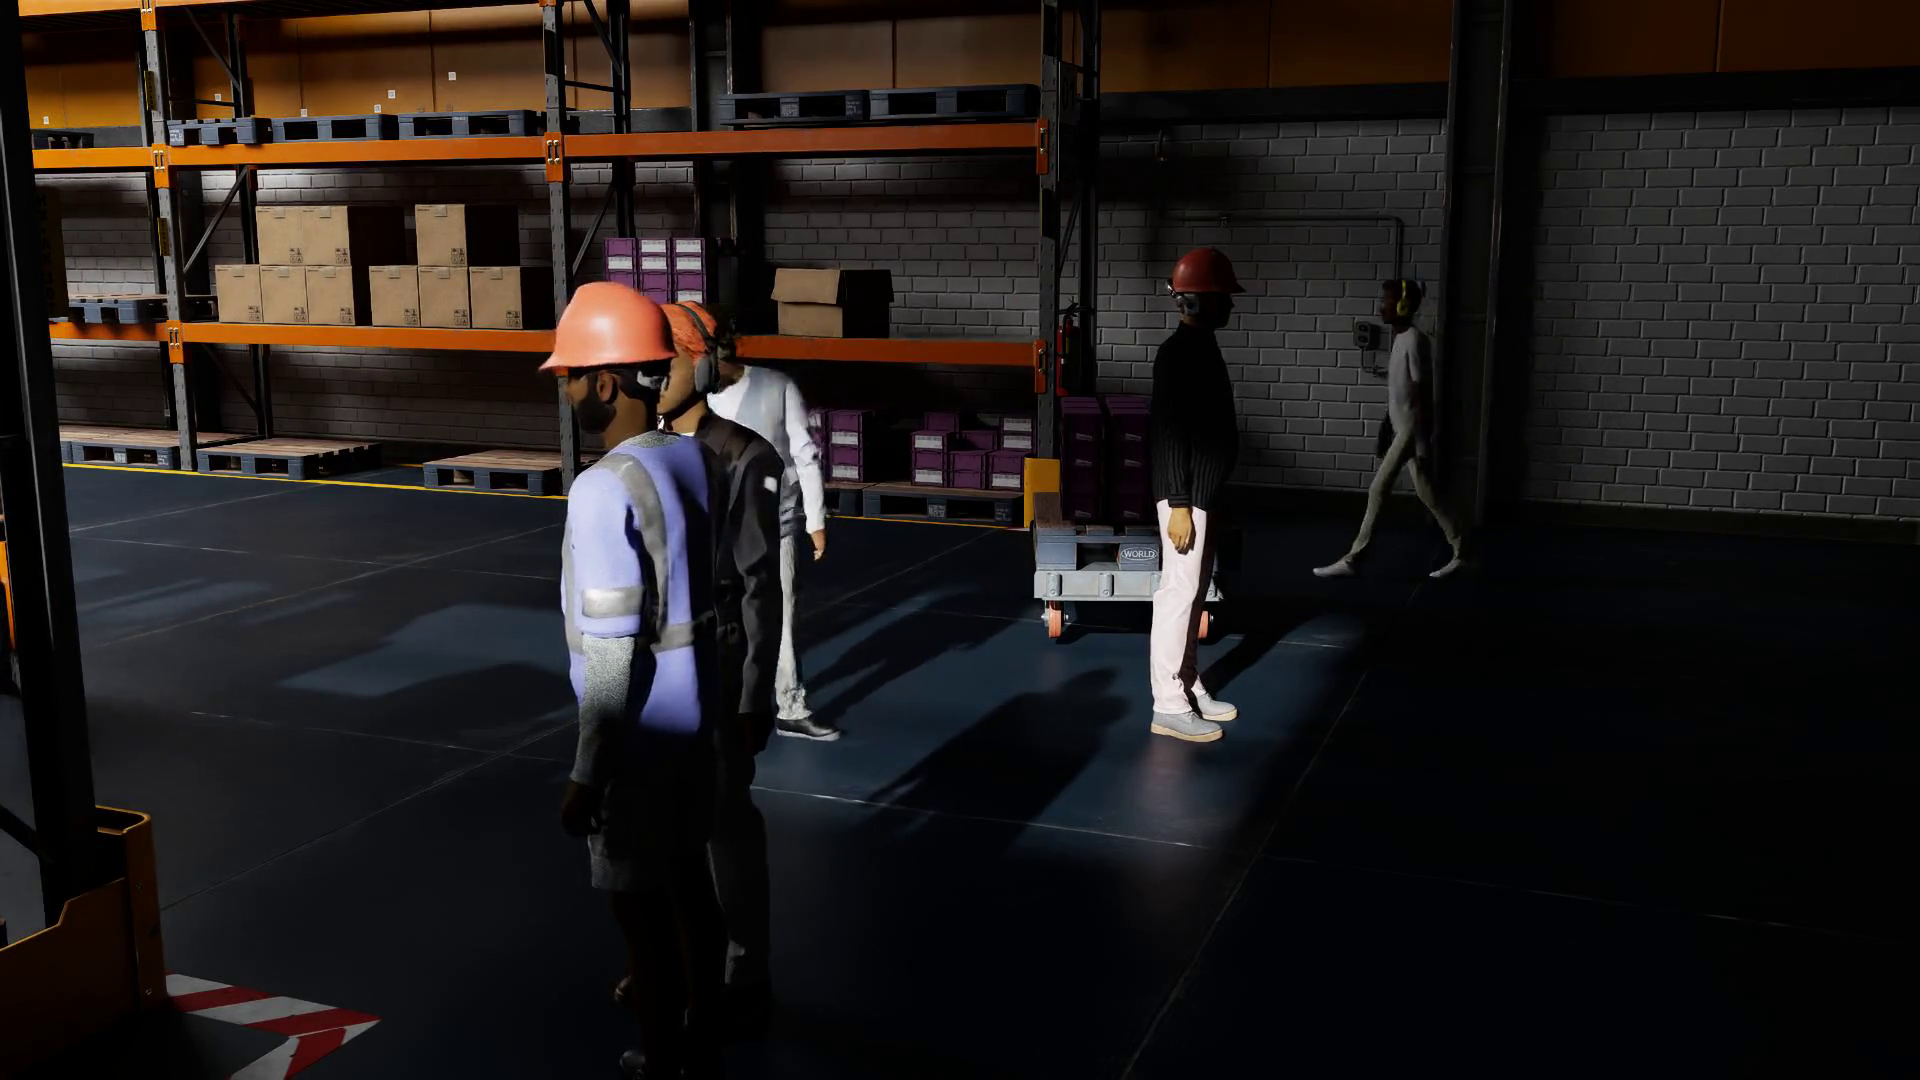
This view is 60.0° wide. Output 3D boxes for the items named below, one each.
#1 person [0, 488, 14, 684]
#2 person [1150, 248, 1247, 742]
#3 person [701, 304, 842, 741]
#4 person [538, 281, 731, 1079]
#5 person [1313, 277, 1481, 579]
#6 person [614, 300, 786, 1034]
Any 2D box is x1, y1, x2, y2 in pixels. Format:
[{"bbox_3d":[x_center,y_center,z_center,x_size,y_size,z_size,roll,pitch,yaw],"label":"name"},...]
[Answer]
[{"bbox_3d":[-4.608,-0.197,7.667,0.537,1.725,0.920,-8,13,-38],"label":"person"},{"bbox_3d":[0.966,-0.188,6.831,0.381,1.994,0.622,4,11,21],"label":"person"},{"bbox_3d":[-0.819,-0.043,6.652,0.723,1.785,0.406,1,10,5],"label":"person"},{"bbox_3d":[-0.720,0.406,3.686,0.364,1.938,0.543,3,11,16],"label":"person"},{"bbox_3d":[2.684,-0.649,9.932,0.990,1.815,0.537,2,10,10],"label":"person"},{"bbox_3d":[-0.680,0.331,4.280,0.581,1.879,0.350,9,13,40],"label":"person"}]
